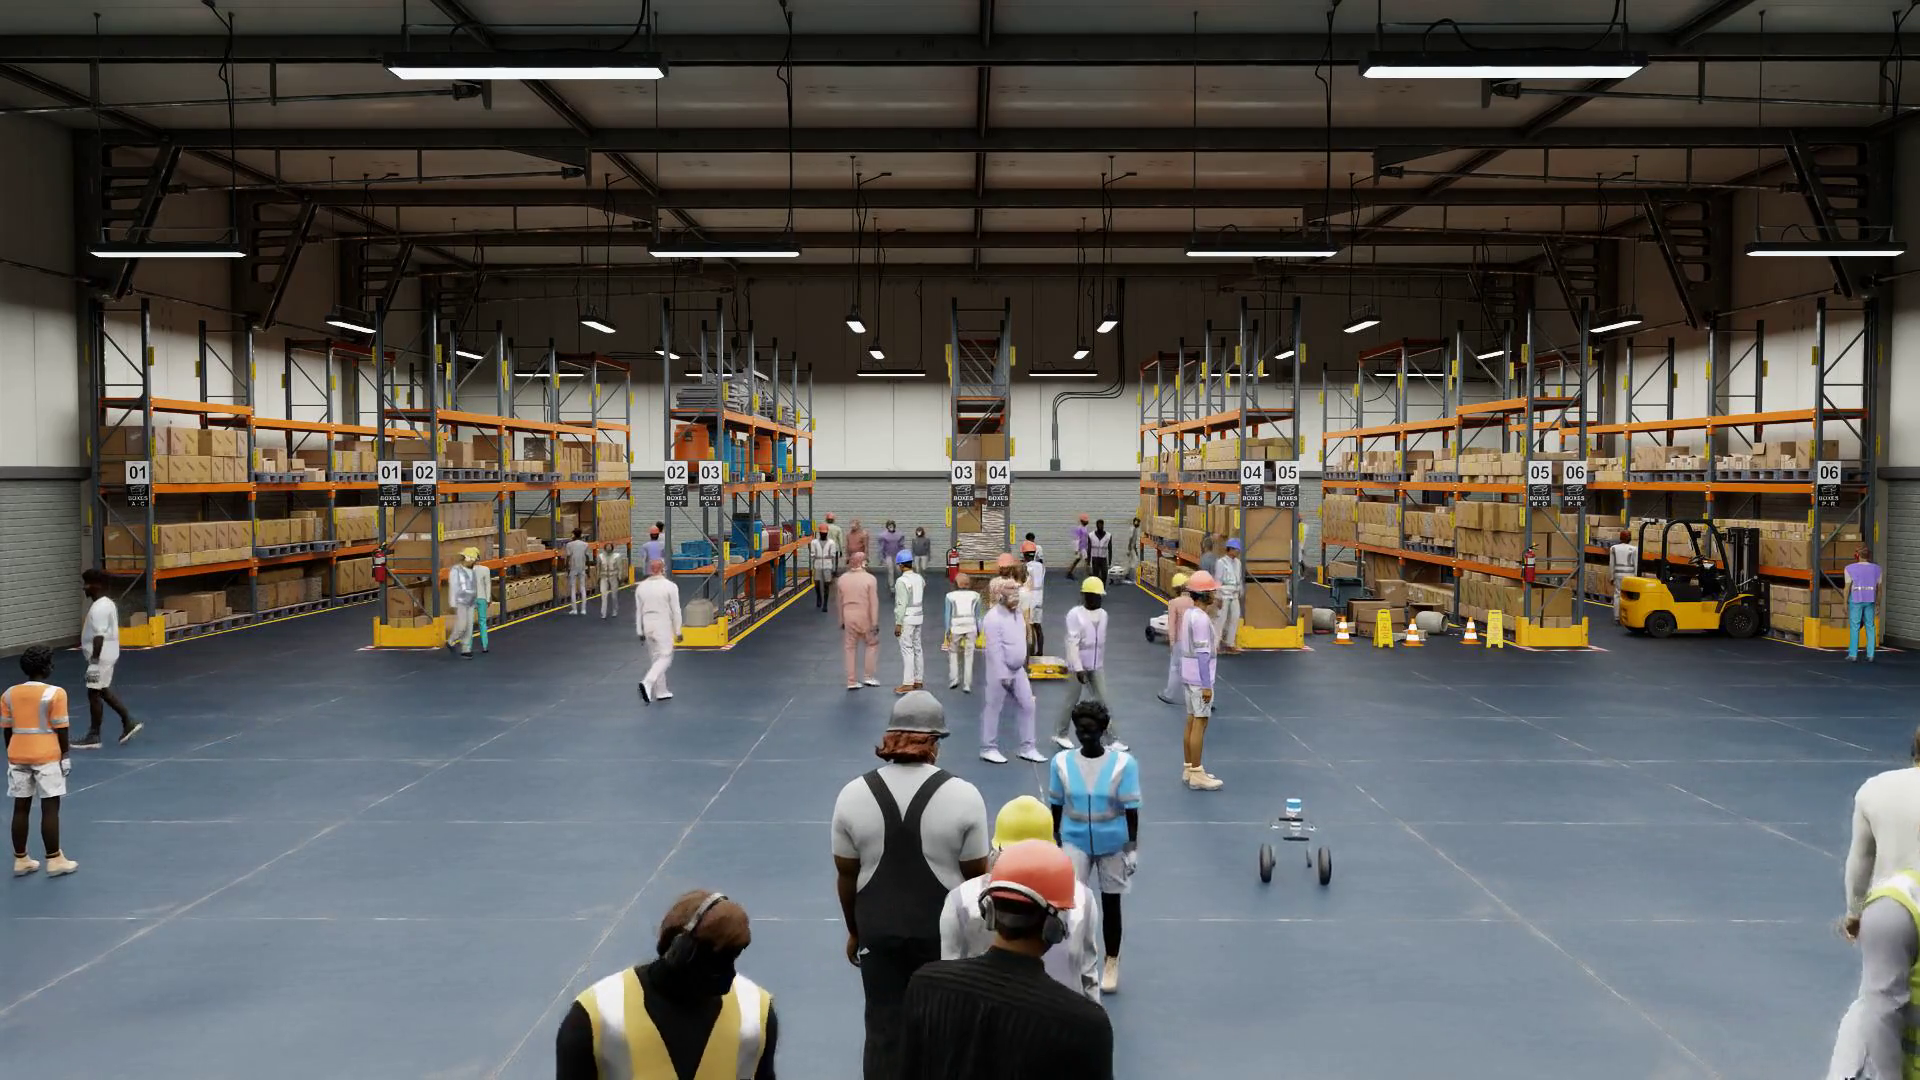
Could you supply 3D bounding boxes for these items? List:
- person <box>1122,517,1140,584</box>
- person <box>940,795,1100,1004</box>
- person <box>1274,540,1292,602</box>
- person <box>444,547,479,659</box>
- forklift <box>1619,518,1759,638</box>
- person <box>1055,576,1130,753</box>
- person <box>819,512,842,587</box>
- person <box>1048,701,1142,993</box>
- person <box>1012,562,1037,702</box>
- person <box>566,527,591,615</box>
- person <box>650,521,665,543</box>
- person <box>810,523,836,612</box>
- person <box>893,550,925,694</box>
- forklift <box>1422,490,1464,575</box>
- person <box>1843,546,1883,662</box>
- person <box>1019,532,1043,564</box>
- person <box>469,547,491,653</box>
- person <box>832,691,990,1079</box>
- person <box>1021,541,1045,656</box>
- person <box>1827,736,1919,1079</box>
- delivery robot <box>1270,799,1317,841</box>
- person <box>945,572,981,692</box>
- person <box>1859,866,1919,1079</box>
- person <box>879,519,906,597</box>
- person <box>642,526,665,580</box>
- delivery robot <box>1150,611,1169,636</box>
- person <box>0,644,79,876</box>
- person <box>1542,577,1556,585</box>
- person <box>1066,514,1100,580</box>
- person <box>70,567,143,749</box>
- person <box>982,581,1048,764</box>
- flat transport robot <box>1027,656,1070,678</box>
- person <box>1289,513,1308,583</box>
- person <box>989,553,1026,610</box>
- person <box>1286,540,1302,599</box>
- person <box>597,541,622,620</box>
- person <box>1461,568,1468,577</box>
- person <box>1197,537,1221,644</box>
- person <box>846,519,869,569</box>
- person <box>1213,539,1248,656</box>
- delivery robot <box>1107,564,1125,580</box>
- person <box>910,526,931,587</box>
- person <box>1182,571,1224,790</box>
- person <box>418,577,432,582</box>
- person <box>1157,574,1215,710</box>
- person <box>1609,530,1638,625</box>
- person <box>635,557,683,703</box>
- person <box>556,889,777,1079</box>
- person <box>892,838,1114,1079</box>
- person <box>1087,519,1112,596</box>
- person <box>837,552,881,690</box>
[{"bbox_3d":[4.768,0.286,43.891,0.806,1.820,0.591,0,2,5],"label":"person"},{"bbox_3d":[0.218,1.800,5.678,0.595,1.828,0.403,0,2,-12],"label":"person"},{"bbox_3d":[7.419,0.537,37.483,0.601,1.827,0.403,0,2,-8],"label":"person"},{"bbox_3d":[-7.974,1.013,25.936,0.446,1.792,0.614,1,2,23],"label":"person"},{"bbox_3d":[13.417,0.684,29.791,2.313,2.155,1.214,0,2,0],"label":"forklift"},{"bbox_3d":[1.366,1.323,17.206,0.592,1.876,1.011,-2,3,-35],"label":"person"},{"bbox_3d":[-3.431,0.255,42.701,0.636,1.980,0.564,0,2,-3],"label":"person"},{"bbox_3d":[0.748,1.742,9.087,0.559,1.672,0.611,1,2,15],"label":"person"},{"bbox_3d":[0.698,1.205,20.867,0.553,1.831,0.564,-2,3,-37],"label":"person"},{"bbox_3d":[-8.090,0.657,34.227,0.538,1.849,0.391,-1,3,-25],"label":"person"},{"bbox_3d":[-7.225,0.462,39.020,0.513,1.860,0.638,-1,2,-15],"label":"person"},{"bbox_3d":[-2.963,0.593,34.900,0.581,1.921,0.455,0,2,-2],"label":"person"},{"bbox_3d":[-0.707,1.105,21.833,0.410,1.936,0.610,1,3,28],"label":"person"},{"bbox_3d":[13.926,-0.371,47.846,1.873,2.768,1.129,0,2,0],"label":"forklift"},{"bbox_3d":[14.268,1.010,25.514,0.562,1.836,0.378,0,2,5],"label":"person"},{"bbox_3d":[1.593,0.657,36.326,0.539,1.678,0.560,0,2,2],"label":"person"},{"bbox_3d":[-8.062,0.998,26.799,0.524,1.759,0.338,-1,2,-19],"label":"person"},{"bbox_3d":[-0.177,1.668,6.926,0.672,2.000,0.536,1,2,13],"label":"person"},{"bbox_3d":[1.094,0.977,25.124,0.376,1.934,0.547,2,3,37],"label":"person"},{"bbox_3d":[4.174,1.716,7.146,0.963,1.898,0.659,-1,3,-31],"label":"person"},{"bbox_3d":[2.459,2.029,11.893,0.335,0.223,0.698,0,2,9],"label":"delivery robot"},{"bbox_3d":[0.036,1.255,22.027,0.518,1.626,0.514,0,2,-7],"label":"person"},{"bbox_3d":[3.385,1.804,5.558,0.645,1.831,0.507,-1,2,-18],"label":"person"},{"bbox_3d":[-1.631,0.441,39.126,0.655,1.904,0.431,-1,2,-14],"label":"person"},{"bbox_3d":[-6.412,0.653,34.004,0.543,1.887,1.018,0,2,-4],"label":"person"},{"bbox_3d":[3.655,1.497,28.502,0.477,0.478,0.707,-1,2,-22],"label":"delivery robot"},{"bbox_3d":[-6.802,1.618,11.907,0.535,1.697,0.322,0,2,10],"label":"person"},{"bbox_3d":[13.269,0.627,36.435,0.320,1.737,0.483,-1,3,-25],"label":"person"},{"bbox_3d":[3.412,0.203,45.455,1.031,1.886,0.546,1,2,21],"label":"person"},{"bbox_3d":[-9.321,1.272,17.561,0.564,1.969,0.656,-1,2,-19],"label":"person"},{"bbox_3d":[0.542,1.354,16.426,0.810,1.870,0.650,2,3,39],"label":"person"},{"bbox_3d":[1.202,1.868,23.828,0.652,0.197,1.431,0,2,-7],"label":"flat transport robot"},{"bbox_3d":[9.278,0.194,44.352,0.615,1.988,0.859,1,3,31],"label":"person"},{"bbox_3d":[0.658,1.117,22.353,0.551,1.888,1.032,1,2,16],"label":"person"},{"bbox_3d":[7.871,0.487,38.318,0.600,1.860,0.654,0,2,-8],"label":"person"},{"bbox_3d":[-7.252,0.814,33.448,0.523,1.607,0.810,0,2,-4],"label":"person"},{"bbox_3d":[11.560,0.518,36.471,0.634,1.945,1.012,0,2,4],"label":"person"},{"bbox_3d":[4.123,0.896,27.375,0.513,1.912,0.660,1,3,25],"label":"person"},{"bbox_3d":[-2.499,0.436,39.394,0.699,1.883,0.490,2,3,37],"label":"person"},{"bbox_3d":[4.423,0.940,26.513,0.666,1.902,0.492,-2,3,-44],"label":"person"},{"bbox_3d":[4.259,0.886,43.886,0.477,0.478,0.707,1,2,25],"label":"delivery robot"},{"bbox_3d":[-1.041,0.444,42.388,0.532,1.618,0.368,0,2,11],"label":"person"},{"bbox_3d":[2.283,1.312,15.273,0.358,2.047,0.615,0,2,-4],"label":"person"},{"bbox_3d":[-10.995,0.648,33.547,0.590,1.920,0.386,0,2,5],"label":"person"},{"bbox_3d":[2.895,1.277,20.469,0.577,1.696,0.972,-1,2,-18],"label":"person"},{"bbox_3d":[13.071,0.739,31.758,0.356,1.881,0.575,-2,3,-42],"label":"person"},{"bbox_3d":[-3.946,1.166,20.965,0.637,1.886,0.805,1,3,28],"label":"person"},{"bbox_3d":[-0.811,1.865,4.454,0.674,1.800,0.434,-1,3,-25],"label":"person"},{"bbox_3d":[0.112,1.789,4.335,0.642,1.961,0.483,1,3,29],"label":"person"},{"bbox_3d":[3.364,0.440,39.007,0.607,1.899,0.450,0,2,1],"label":"person"},{"bbox_3d":[-1.340,1.109,22.288,0.673,1.887,0.657,1,3,28],"label":"person"}]
